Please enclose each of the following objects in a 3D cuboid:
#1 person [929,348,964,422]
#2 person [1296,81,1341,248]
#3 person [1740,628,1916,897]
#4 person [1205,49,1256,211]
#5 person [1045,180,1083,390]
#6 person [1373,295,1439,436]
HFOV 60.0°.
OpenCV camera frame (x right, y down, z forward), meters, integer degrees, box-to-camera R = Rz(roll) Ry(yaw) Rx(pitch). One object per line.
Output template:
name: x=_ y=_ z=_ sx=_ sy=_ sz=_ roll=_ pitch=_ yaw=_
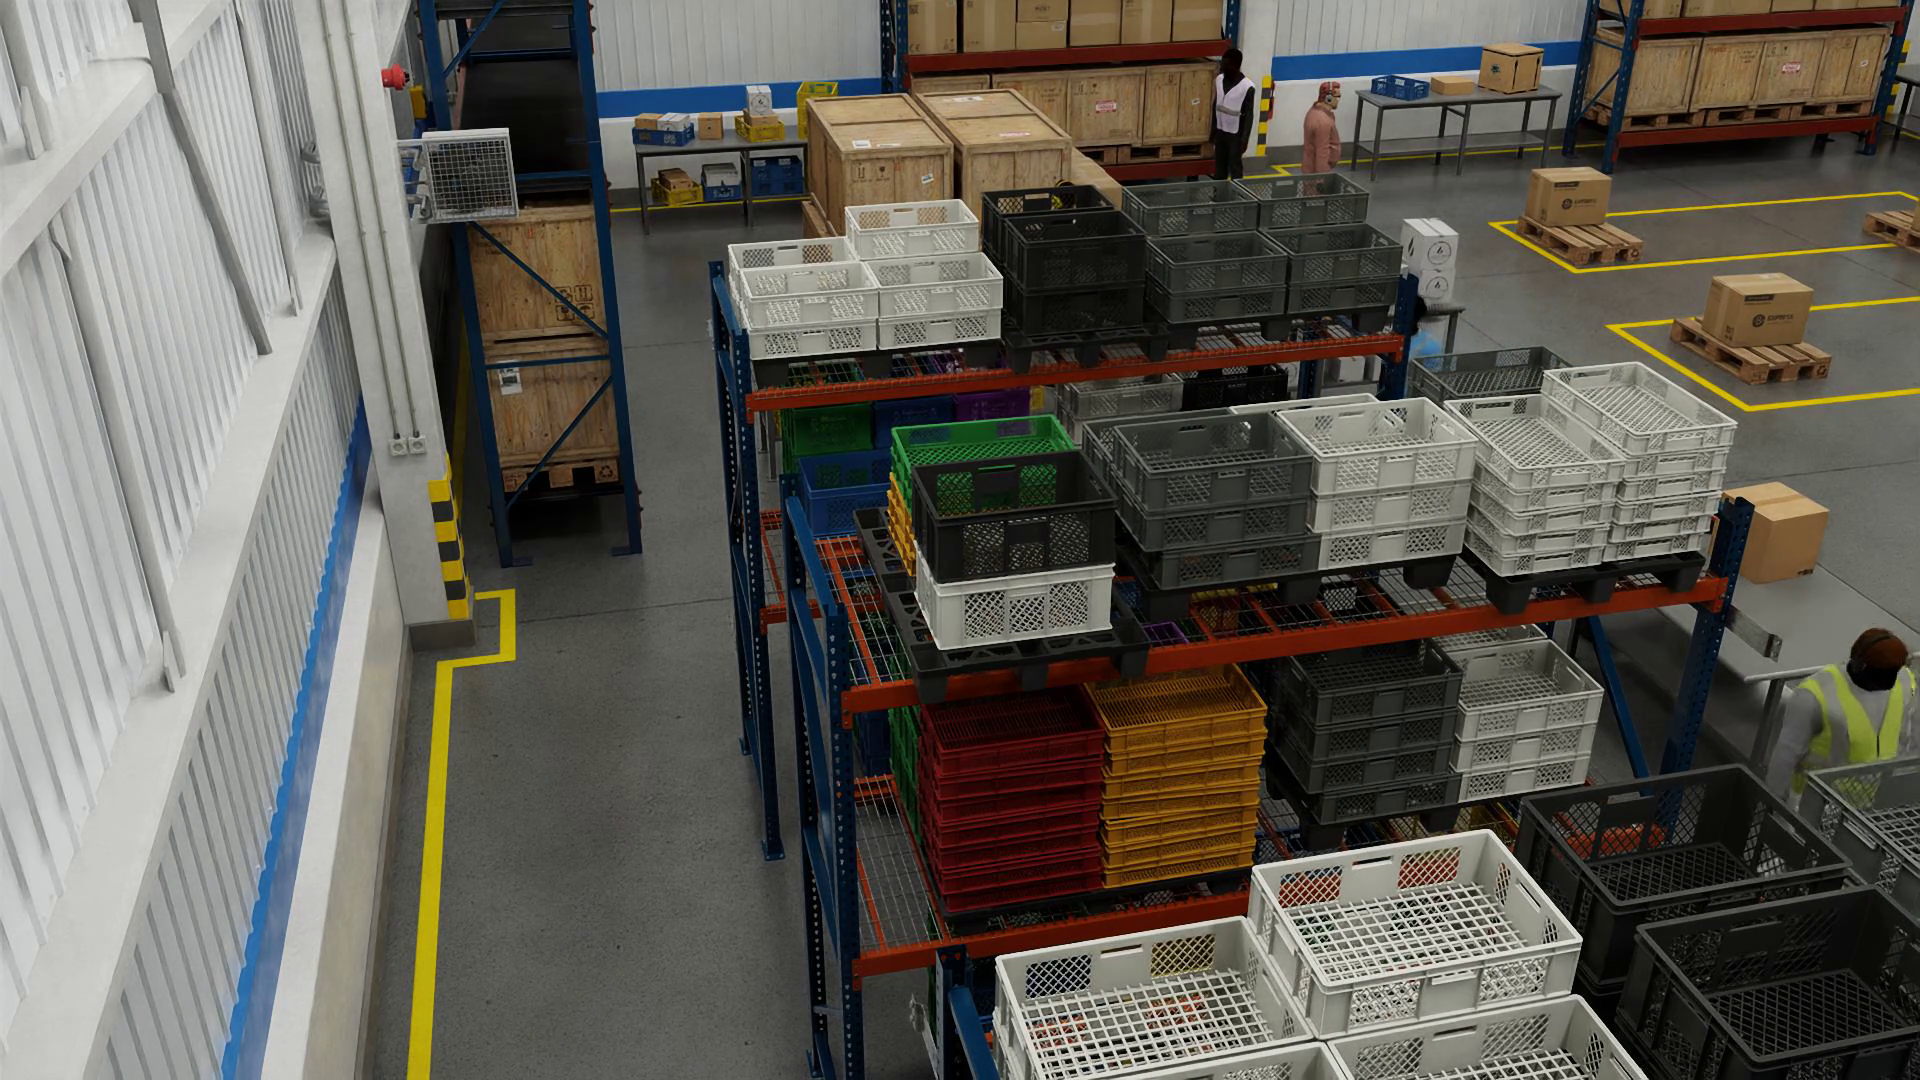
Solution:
person: x=-0.107 y=-0.787 z=11.820 sx=0.845 sy=1.860 sz=0.594 roll=17 pitch=32 yaw=29
person: x=3.843 y=-3.935 z=17.752 sx=0.401 sy=1.899 sz=0.645 roll=1 pitch=28 yaw=1
person: x=4.319 y=1.231 z=8.076 sx=0.676 sy=1.790 sz=0.634 roll=-7 pitch=29 yaw=-13
person: x=3.124 y=-4.694 z=19.175 sx=0.395 sy=1.915 sz=0.587 roll=-19 pitch=33 yaw=-31
person: x=0.913 y=-2.219 z=14.532 sx=0.514 sy=1.865 sz=0.329 roll=-18 pitch=33 yaw=-30
person: x=3.364 y=-1.077 z=12.548 sx=0.589 sy=1.680 sz=0.556 roll=-14 pitch=31 yaw=-24
